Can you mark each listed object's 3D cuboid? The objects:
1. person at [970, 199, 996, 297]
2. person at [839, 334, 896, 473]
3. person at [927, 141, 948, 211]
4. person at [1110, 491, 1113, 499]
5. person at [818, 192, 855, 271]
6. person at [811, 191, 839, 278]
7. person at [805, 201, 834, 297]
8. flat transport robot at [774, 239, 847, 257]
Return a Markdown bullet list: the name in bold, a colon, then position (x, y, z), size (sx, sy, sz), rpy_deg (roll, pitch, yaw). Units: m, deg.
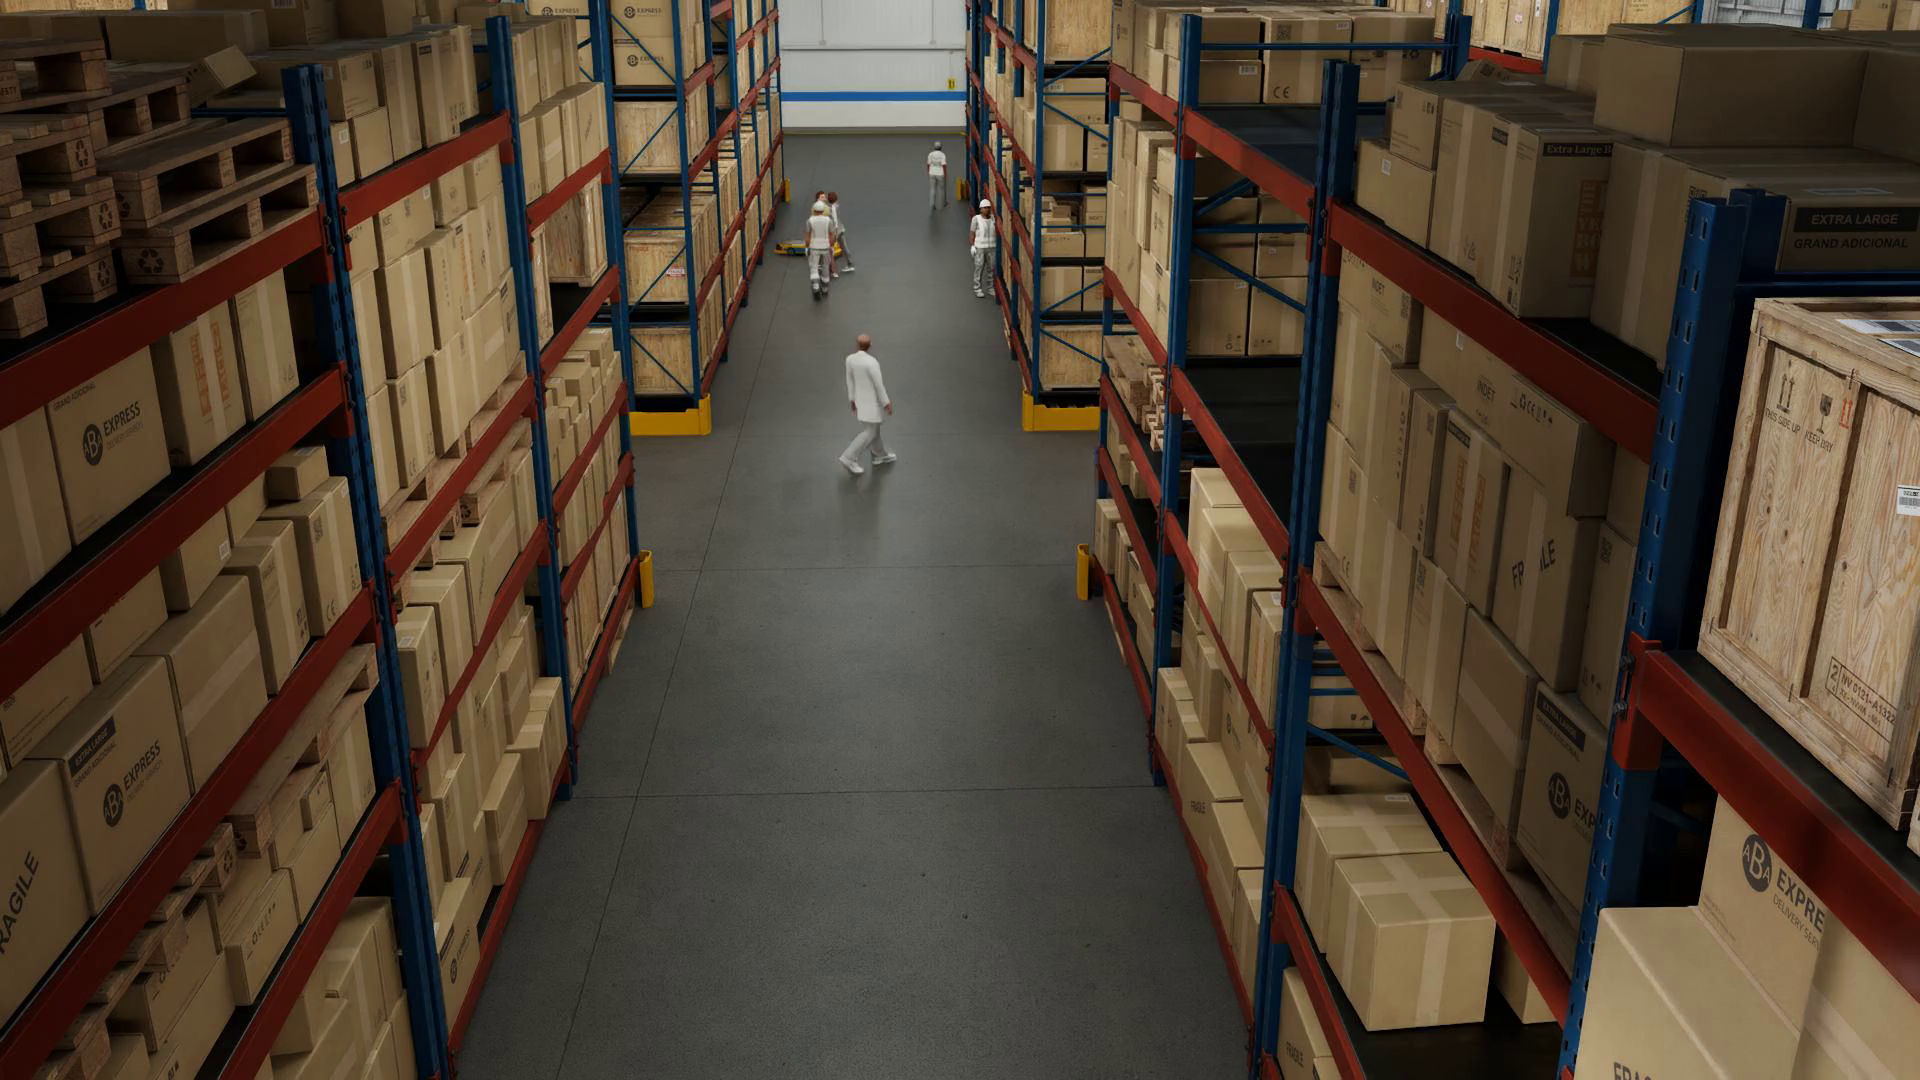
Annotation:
- **person**: position (0.485, -5.459, 31.095), size (0.554, 1.789, 0.391), rpy_deg (-10, 23, -24)
- **person**: position (-1.159, -1.750, 21.162), size (0.965, 1.755, 0.611), rpy_deg (-15, 25, -35)
- **person**: position (-0.546, -8.869, 40.419), size (0.514, 1.621, 0.986), rpy_deg (3, 21, 9)
- **person**: position (1.914, -0.538, 18.059), size (0.734, 1.649, 0.447), rpy_deg (-13, 24, -32)
- **person**: position (-2.513, -6.158, 33.229), size (0.830, 1.565, 0.430), rpy_deg (7, 22, 19)
- **person**: position (-2.704, -6.042, 32.849), size (0.450, 1.645, 0.882), rpy_deg (-10, 23, -25)
- **person**: position (-2.621, -5.434, 31.016), size (0.549, 1.788, 0.751), rpy_deg (-4, 21, -10)
- **flat transport robot**: position (-3.154, -6.179, 35.257), size (1.431, 0.238, 0.659), rpy_deg (8, 22, 20)
